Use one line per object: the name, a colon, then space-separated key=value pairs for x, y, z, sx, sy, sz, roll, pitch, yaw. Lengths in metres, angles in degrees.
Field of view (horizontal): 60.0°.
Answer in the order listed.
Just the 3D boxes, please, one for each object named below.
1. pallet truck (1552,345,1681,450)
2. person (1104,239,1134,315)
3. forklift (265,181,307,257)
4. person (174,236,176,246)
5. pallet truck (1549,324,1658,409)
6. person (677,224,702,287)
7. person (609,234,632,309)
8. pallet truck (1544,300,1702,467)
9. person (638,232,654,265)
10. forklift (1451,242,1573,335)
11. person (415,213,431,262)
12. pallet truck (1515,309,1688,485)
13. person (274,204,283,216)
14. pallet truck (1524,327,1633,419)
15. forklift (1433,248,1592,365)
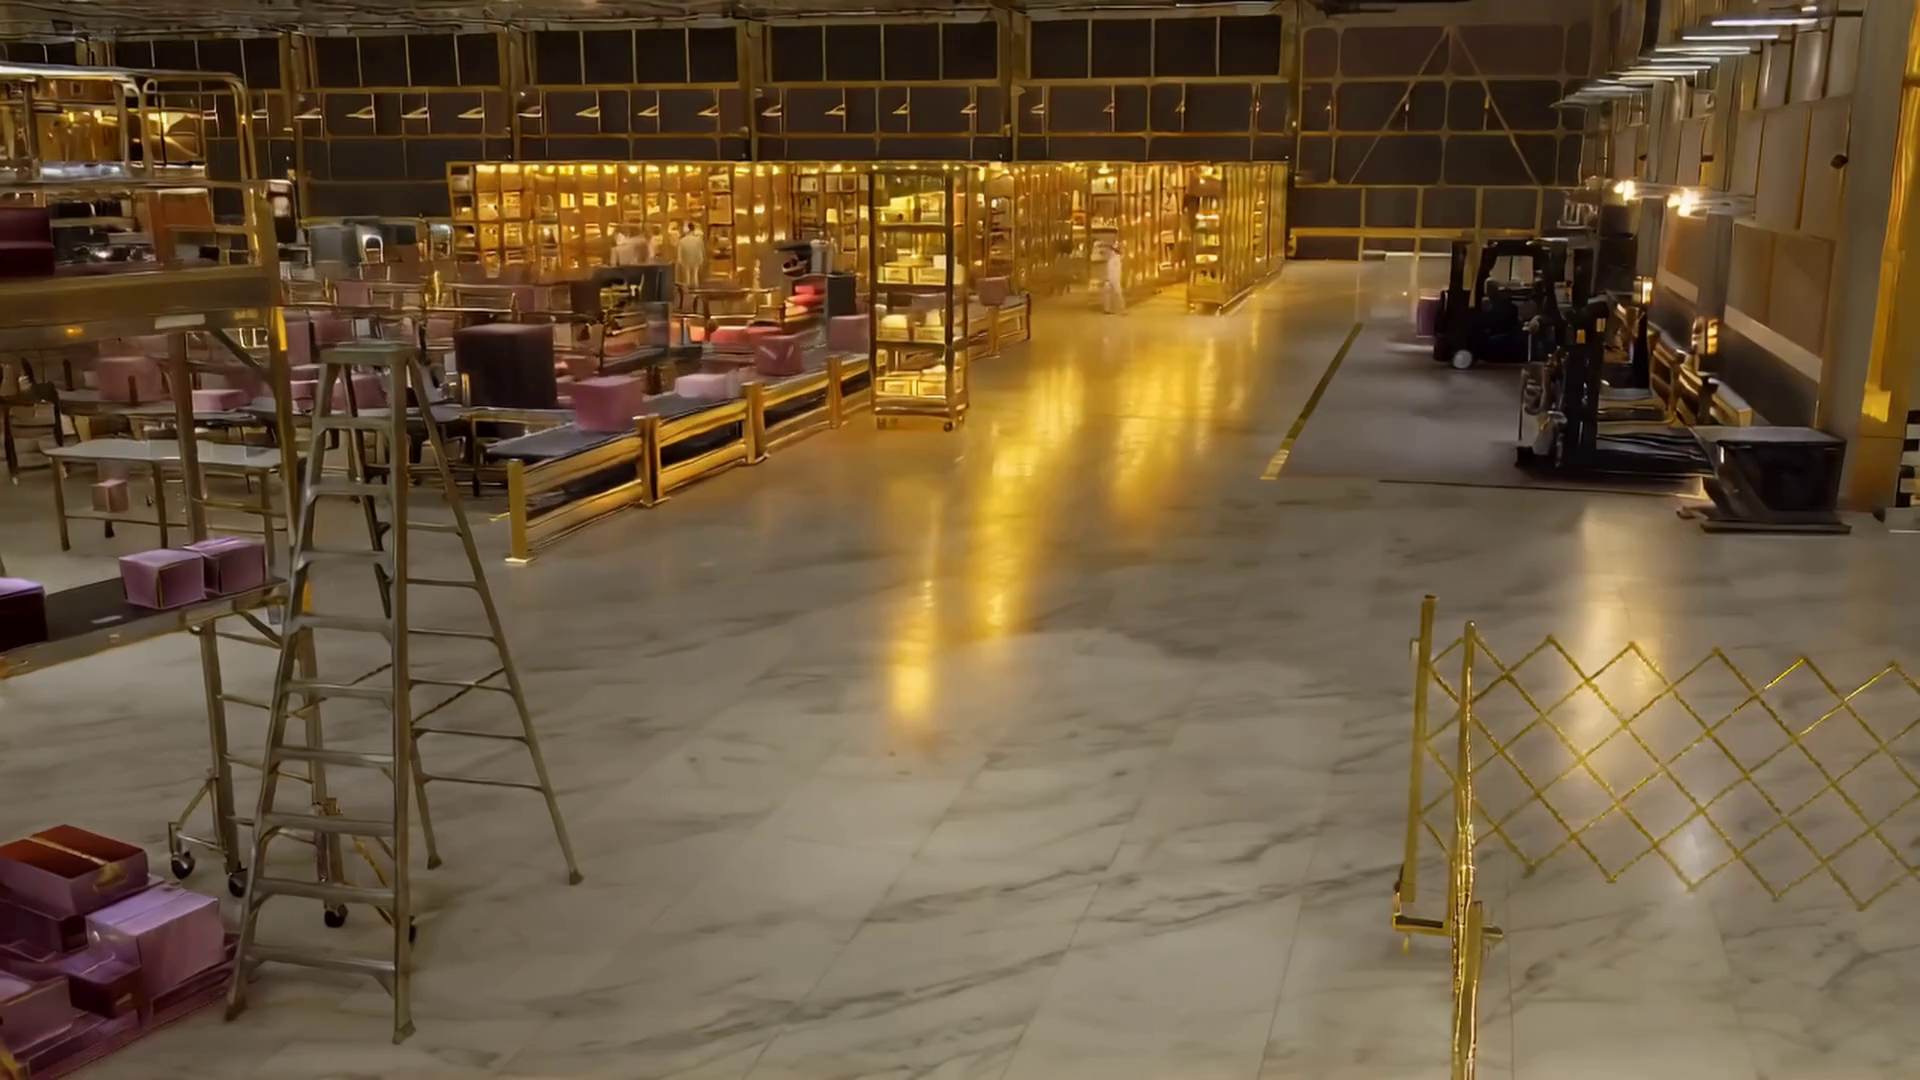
pallet truck: x=8.641 y=-1.896 z=21.908 sx=1.630 sy=1.274 sz=0.653 roll=4 pitch=14 yaw=16
person: x=3.825 y=-6.266 z=39.680 sx=0.821 sy=1.801 sz=0.621 roll=3 pitch=13 yaw=13
forklift: x=-25.529 y=-12.125 z=62.646 sx=1.129 sy=2.768 sz=1.873 roll=-1 pitch=13 yaw=-3
person: x=-24.563 y=-9.043 z=51.406 sx=0.613 sy=1.937 sz=0.416 roll=-9 pitch=16 yaw=-33
pallet truck: x=9.824 y=-2.669 z=25.407 sx=1.601 sy=1.201 sz=0.680 roll=4 pitch=14 yaw=16
person: x=-7.147 y=-7.329 z=43.873 sx=0.646 sy=1.983 sz=0.422 roll=-2 pitch=13 yaw=-8
person: x=-8.135 y=-6.418 z=40.124 sx=0.405 sy=1.905 sz=0.650 roll=9 pitch=16 yaw=35
pallet truck: x=8.263 y=-1.952 z=20.631 sx=1.885 sy=1.965 sz=0.823 roll=5 pitch=14 yaw=20
person: x=-8.025 y=-7.073 z=43.189 sx=0.948 sy=1.793 sz=0.584 roll=-10 pitch=16 yaw=-36
forklift: x=10.464 y=-4.597 z=31.405 sx=2.680 sy=1.987 sz=1.157 roll=4 pitch=14 yaw=16
person: x=-19.117 y=-10.757 z=59.246 sx=0.485 sy=1.735 sz=0.347 roll=-7 pitch=15 yaw=-28
pallet truck: x=7.554 y=-1.677 z=19.446 sx=1.885 sy=1.965 sz=0.823 roll=3 pitch=13 yaw=14
person: x=-26.223 y=-11.987 z=64.161 sx=0.655 sy=1.921 sz=0.547 roll=2 pitch=13 yaw=9
pallet truck: x=9.065 y=-2.460 z=24.370 sx=1.522 sy=1.261 sz=0.704 roll=3 pitch=13 yaw=14
forklift: x=9.780 y=-4.111 z=29.280 sx=2.680 sy=1.987 sz=1.157 roll=3 pitch=13 yaw=14
